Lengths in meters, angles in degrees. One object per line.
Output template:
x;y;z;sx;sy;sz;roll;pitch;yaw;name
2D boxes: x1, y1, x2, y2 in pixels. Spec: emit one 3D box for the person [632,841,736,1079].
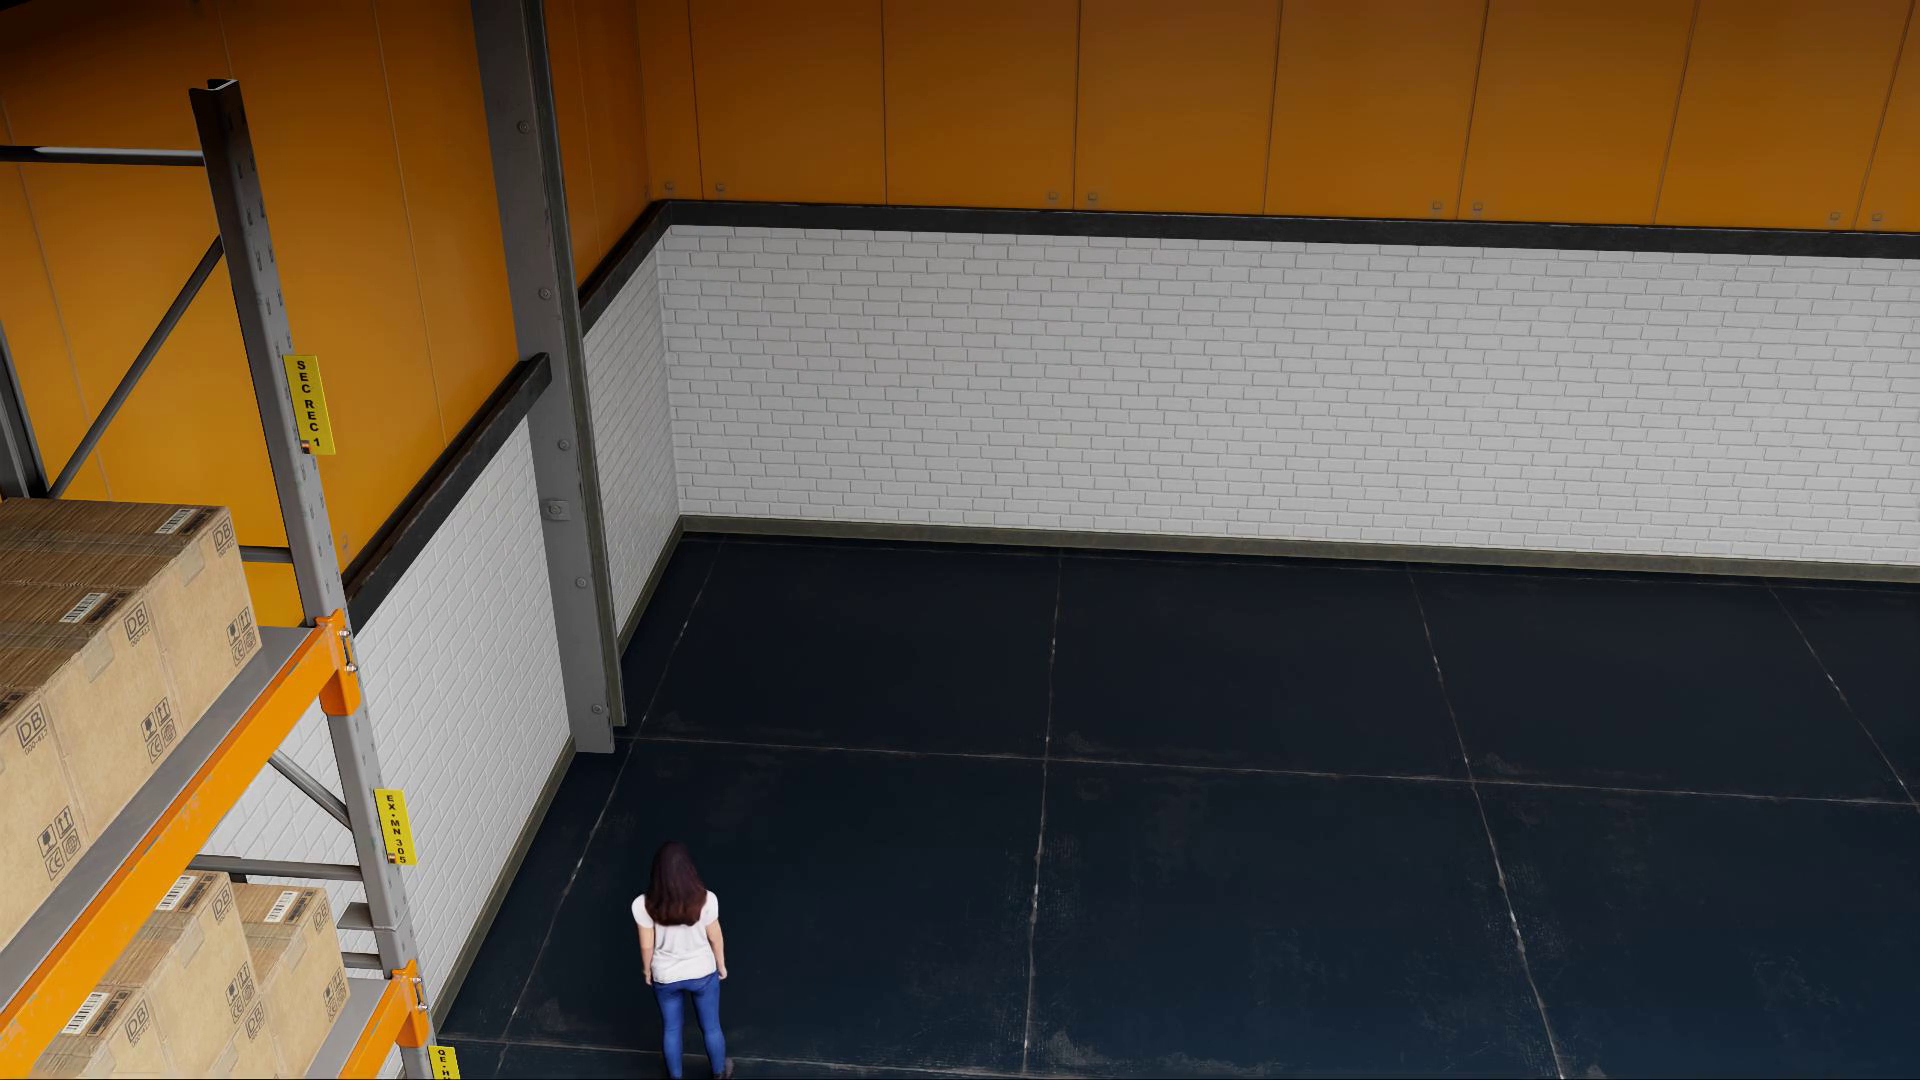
-1.457;2.308;8.811;0.639;1.683;0.580;-2;29;-5;person
